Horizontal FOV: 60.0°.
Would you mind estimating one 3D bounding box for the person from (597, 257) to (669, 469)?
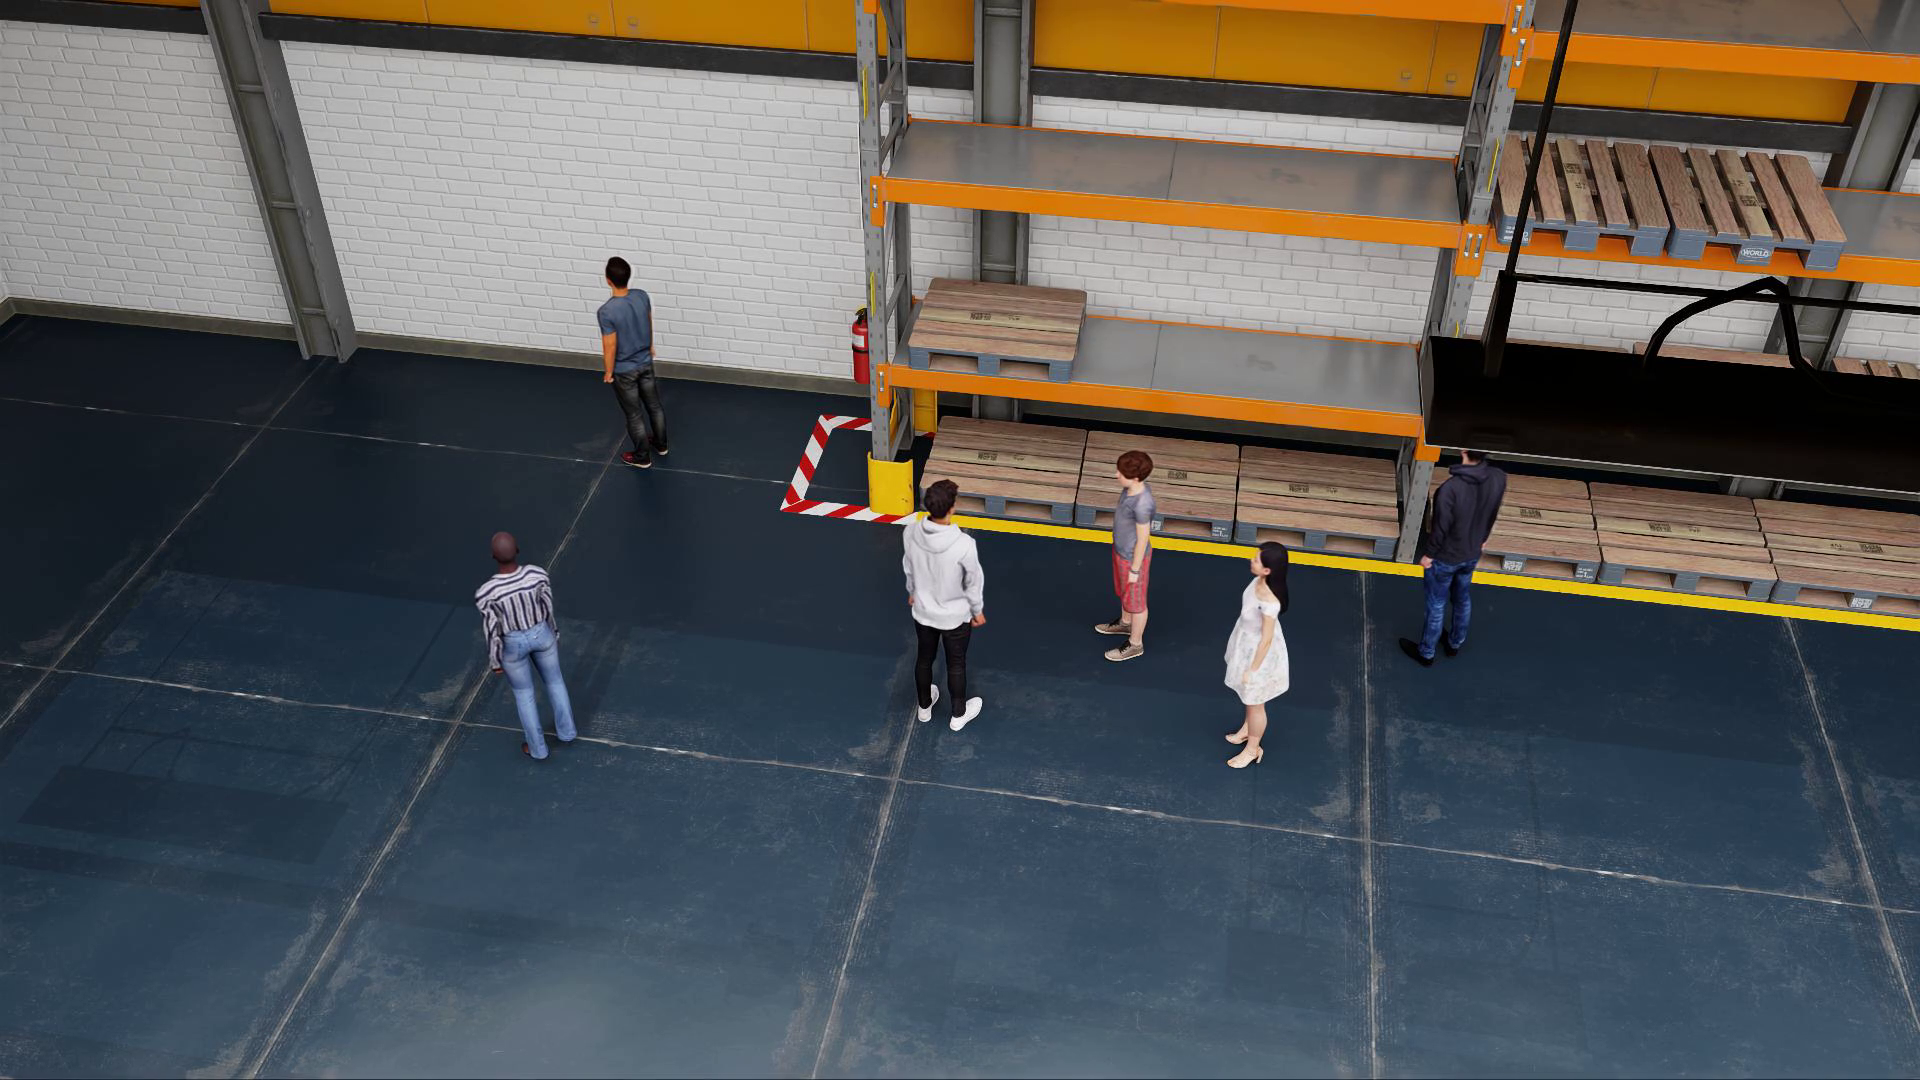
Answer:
[{"bbox_3d":[-2.555,-1.384,12.962,0.716,1.810,0.725,27,46,30],"label":"person"}]

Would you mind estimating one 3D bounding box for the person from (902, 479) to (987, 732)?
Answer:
[{"bbox_3d":[-0.116,0.424,10.602,0.608,1.930,0.792,14,41,17],"label":"person"}]

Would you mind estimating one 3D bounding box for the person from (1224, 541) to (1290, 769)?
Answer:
[{"bbox_3d":[1.848,0.715,10.363,0.623,1.774,0.641,5,39,6],"label":"person"}]

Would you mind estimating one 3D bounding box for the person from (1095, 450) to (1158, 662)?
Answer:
[{"bbox_3d":[1.166,0.087,11.248,0.626,1.650,0.657,-5,39,-7],"label":"person"}]

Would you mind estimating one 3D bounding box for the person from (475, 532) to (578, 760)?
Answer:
[{"bbox_3d":[-2.706,0.670,10.402,0.690,1.796,0.744,-25,45,-28],"label":"person"}]

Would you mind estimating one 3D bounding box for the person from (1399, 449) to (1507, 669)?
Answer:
[{"bbox_3d":[3.304,0.060,11.088,0.717,1.892,0.824,-16,41,-19],"label":"person"}]
